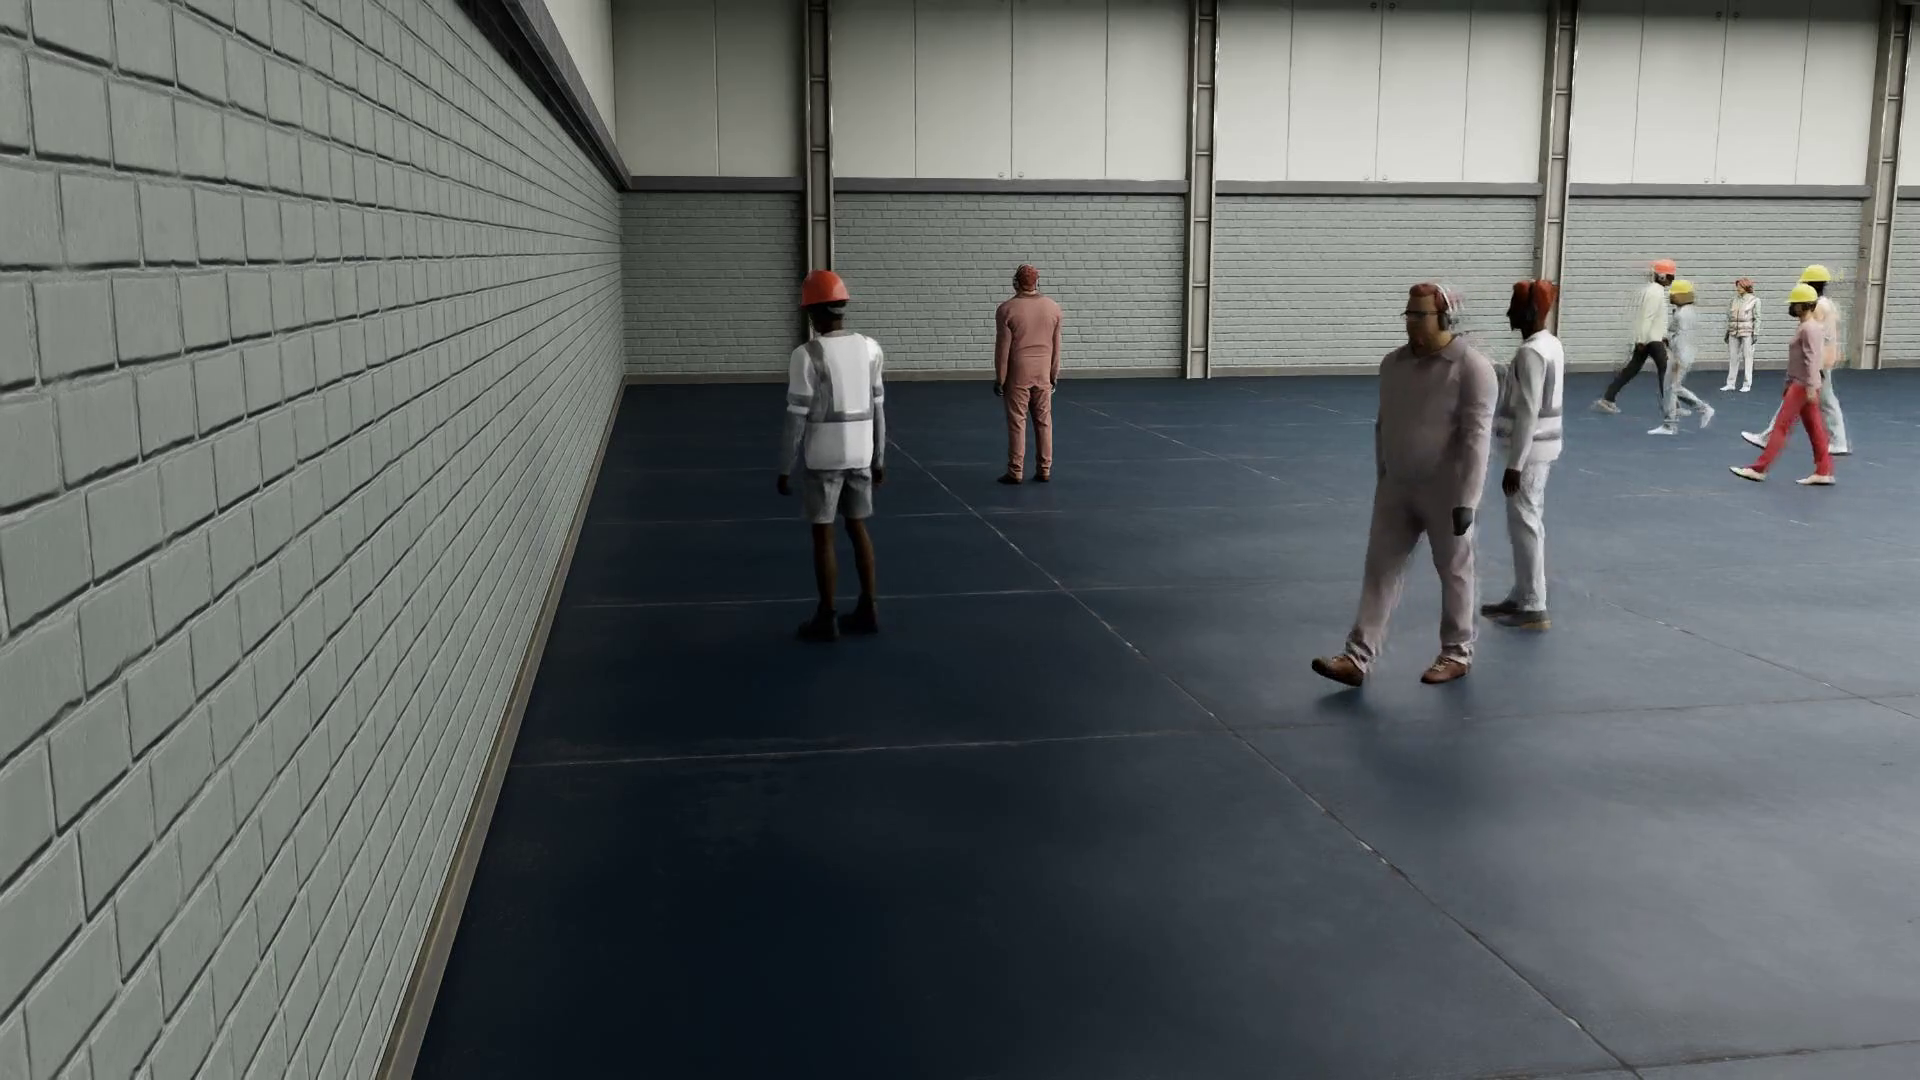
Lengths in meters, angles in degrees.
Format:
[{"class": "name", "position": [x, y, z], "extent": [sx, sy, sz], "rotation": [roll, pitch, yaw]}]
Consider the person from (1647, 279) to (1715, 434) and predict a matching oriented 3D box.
[{"class": "person", "position": [7.985, -2.009, 18.321], "extent": [0.593, 1.724, 0.489], "rotation": [4, 11, 22]}]

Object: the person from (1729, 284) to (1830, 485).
[{"class": "person", "position": [7.168, -1.338, 14.406], "extent": [0.866, 1.726, 0.551], "rotation": [4, 11, 24]}]

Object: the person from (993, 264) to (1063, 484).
[{"class": "person", "position": [0.570, -1.436, 14.499], "extent": [0.642, 1.909, 0.410], "rotation": [-5, 11, -26]}]

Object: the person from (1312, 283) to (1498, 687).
[{"class": "person", "position": [2.056, -0.222, 7.606], "extent": [0.932, 1.863, 0.674], "rotation": [-8, 13, -38]}]

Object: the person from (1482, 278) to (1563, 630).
[{"class": "person", "position": [3.049, -0.463, 8.968], "extent": [0.356, 1.885, 0.579], "rotation": [5, 11, 27]}]

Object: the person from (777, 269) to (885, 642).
[{"class": "person", "position": [-0.654, -0.431, 8.642], "extent": [0.568, 1.930, 0.377], "rotation": [-8, 13, -39]}]

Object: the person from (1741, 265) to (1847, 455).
[{"class": "person", "position": [8.429, -1.790, 16.596], "extent": [0.991, 1.875, 0.613], "rotation": [7, 12, 37]}]

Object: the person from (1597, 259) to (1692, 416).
[{"class": "person", "position": [8.472, -2.493, 20.538], "extent": [1.066, 1.940, 0.608], "rotation": [2, 10, 13]}]

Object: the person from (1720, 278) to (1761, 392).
[{"class": "person", "position": [11.275, -2.950, 23.987], "extent": [0.312, 1.637, 0.523], "rotation": [-6, 11, -30]}]
